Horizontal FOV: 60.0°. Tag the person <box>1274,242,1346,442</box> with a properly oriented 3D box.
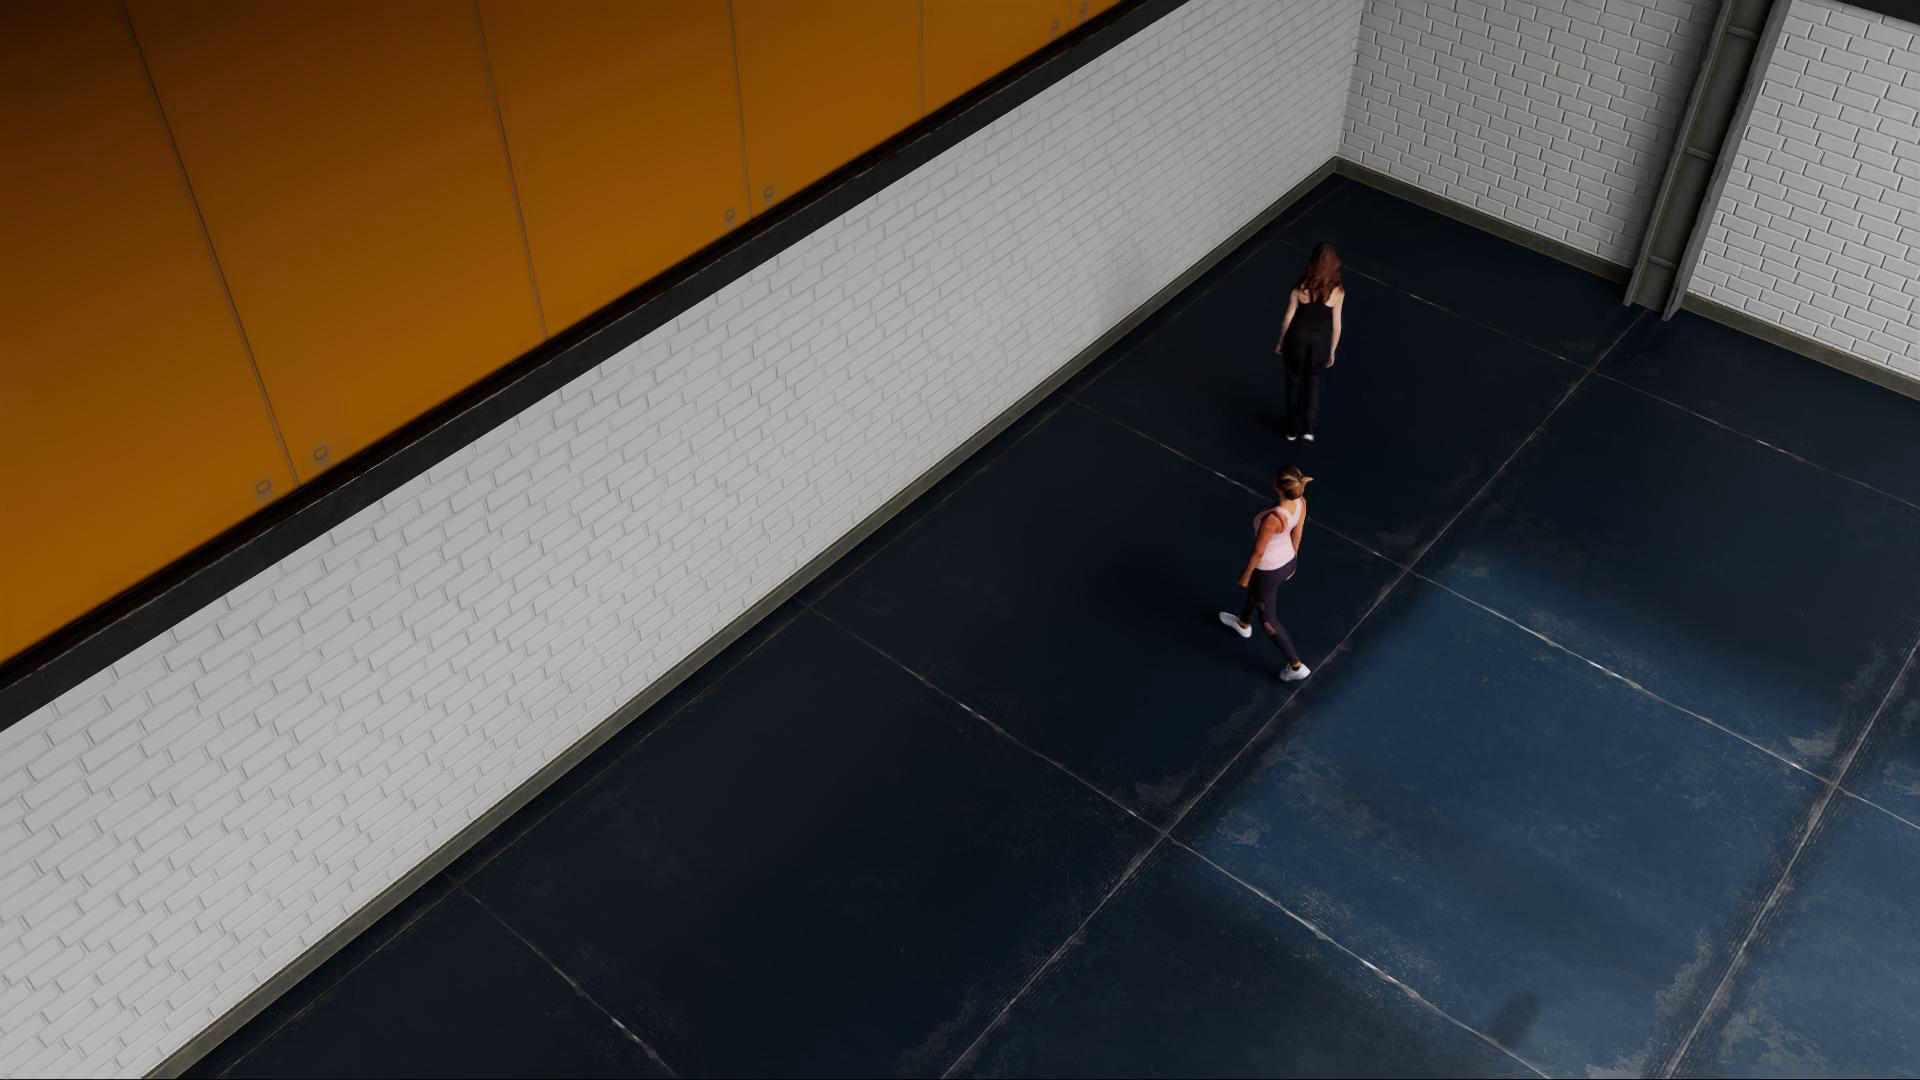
[{"bbox_3d":[2.556,-1.377,12.204,0.822,1.734,0.867,2,44,2],"label":"person"}]

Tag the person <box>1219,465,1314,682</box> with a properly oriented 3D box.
[{"bbox_3d":[2.056,0.223,10.612,1.053,1.614,0.604,34,53,30],"label":"person"}]
